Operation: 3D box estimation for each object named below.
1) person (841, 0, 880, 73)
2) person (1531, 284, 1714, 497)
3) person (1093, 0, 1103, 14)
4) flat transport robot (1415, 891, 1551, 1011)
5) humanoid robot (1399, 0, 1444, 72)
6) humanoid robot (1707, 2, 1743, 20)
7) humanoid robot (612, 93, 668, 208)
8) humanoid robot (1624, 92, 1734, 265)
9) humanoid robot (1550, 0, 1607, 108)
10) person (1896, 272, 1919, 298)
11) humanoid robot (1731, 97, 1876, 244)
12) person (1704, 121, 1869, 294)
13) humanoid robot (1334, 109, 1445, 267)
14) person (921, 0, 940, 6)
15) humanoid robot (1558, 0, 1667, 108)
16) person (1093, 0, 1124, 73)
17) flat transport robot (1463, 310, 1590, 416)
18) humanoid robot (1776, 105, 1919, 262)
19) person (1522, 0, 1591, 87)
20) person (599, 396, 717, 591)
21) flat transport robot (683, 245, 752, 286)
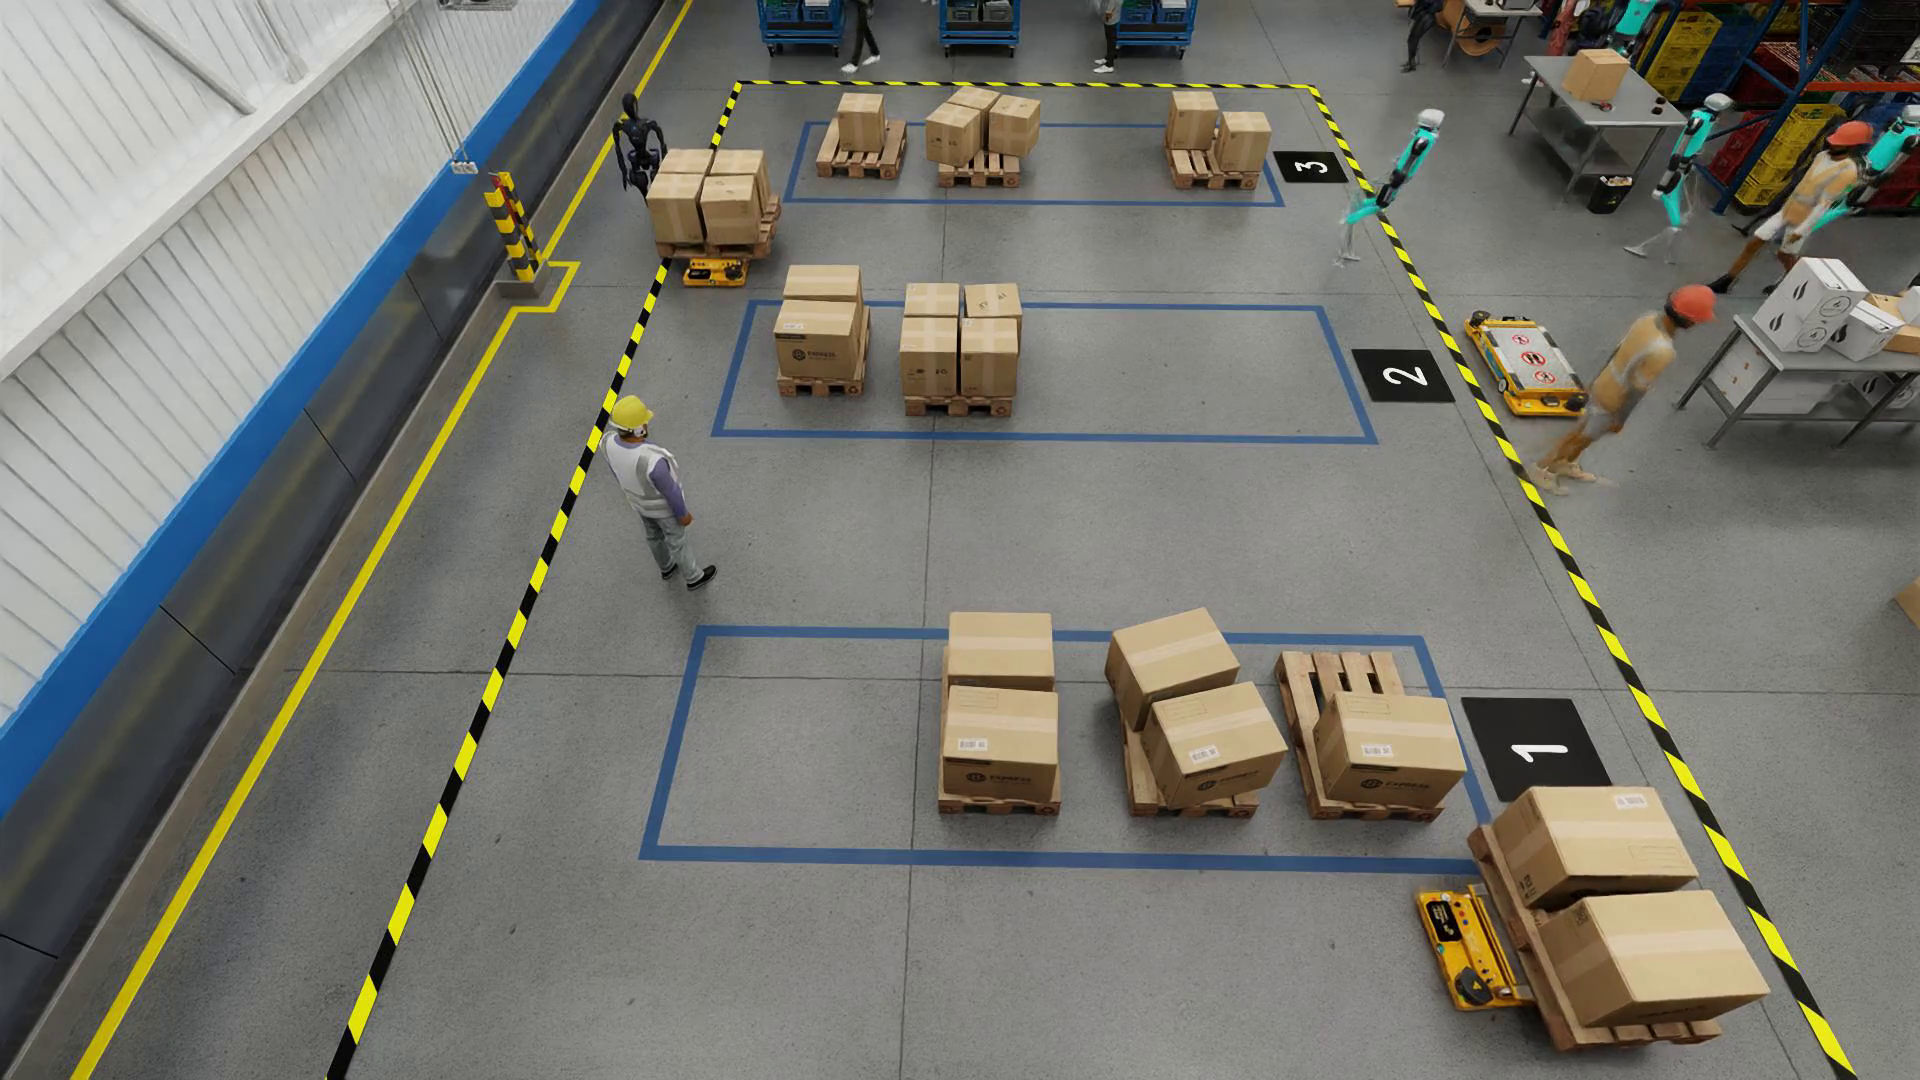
[{"bbox_3d":[-1.527,-7.746,13.219,0.770,1.823,0.555,-31,56,-24],"label":"person"},{"bbox_3d":[5.333,-1.182,7.387,0.392,2.040,0.613,14,51,12],"label":"person"},{"bbox_3d":[2.487,-9.279,14.591,0.510,1.726,0.489,-1,49,-1],"label":"person"},{"bbox_3d":[3.561,2.381,5.454,1.431,0.197,0.652,-3,49,-2],"label":"flat transport robot"},{"bbox_3d":[6.749,-7.653,13.247,0.313,1.647,0.610,-2,49,-1],"label":"humanoid robot"},{"bbox_3d":[11.019,-7.570,13.172,0.695,1.635,0.597,0,49,0],"label":"humanoid robot"},{"bbox_3d":[-3.497,-4.150,10.228,0.589,1.640,0.770,-8,50,-7],"label":"humanoid robot"},{"bbox_3d":[7.869,-3.752,9.879,0.543,1.889,0.778,-33,57,-25],"label":"humanoid robot"},{"bbox_3d":[8.235,-6.468,12.207,0.610,1.645,0.417,-37,59,-28],"label":"humanoid robot"},{"bbox_3d":[10.372,-3.173,9.247,0.336,1.838,0.505,-31,56,-24],"label":"person"},{"bbox_3d":[9.399,-4.021,10.106,0.748,1.631,0.594,-4,49,-4],"label":"humanoid robot"},{"bbox_3d":[8.586,-3.310,9.321,0.919,1.893,0.551,1,49,1],"label":"person"},{"bbox_3d":[4.454,-3.751,9.828,0.809,1.793,0.535,26,54,21],"label":"humanoid robot"},{"bbox_3d":[-0.490,-9.800,14.961,0.512,1.865,0.334,32,56,25],"label":"person"},{"bbox_3d":[8.768,-6.612,12.271,0.591,1.742,0.734,21,52,17],"label":"humanoid robot"},{"bbox_3d":[2.152,-7.726,13.174,0.394,1.849,0.596,8,50,7],"label":"person"},{"bbox_3d":[5.573,-1.757,9.054,0.659,0.231,1.431,1,49,1],"label":"flat transport robot"},{"bbox_3d":[9.349,-3.722,9.813,0.668,1.838,0.530,10,50,8],"label":"humanoid robot"},{"bbox_3d":[8.552,-7.396,12.843,0.392,1.921,0.592,35,58,27],"label":"person"},{"bbox_3d":[-2.231,-0.311,6.773,0.585,1.824,0.404,24,53,19],"label":"person"},{"bbox_3d":[-2.692,-3.383,10.443,0.652,0.197,1.431,1,49,1],"label":"flat transport robot"}]
